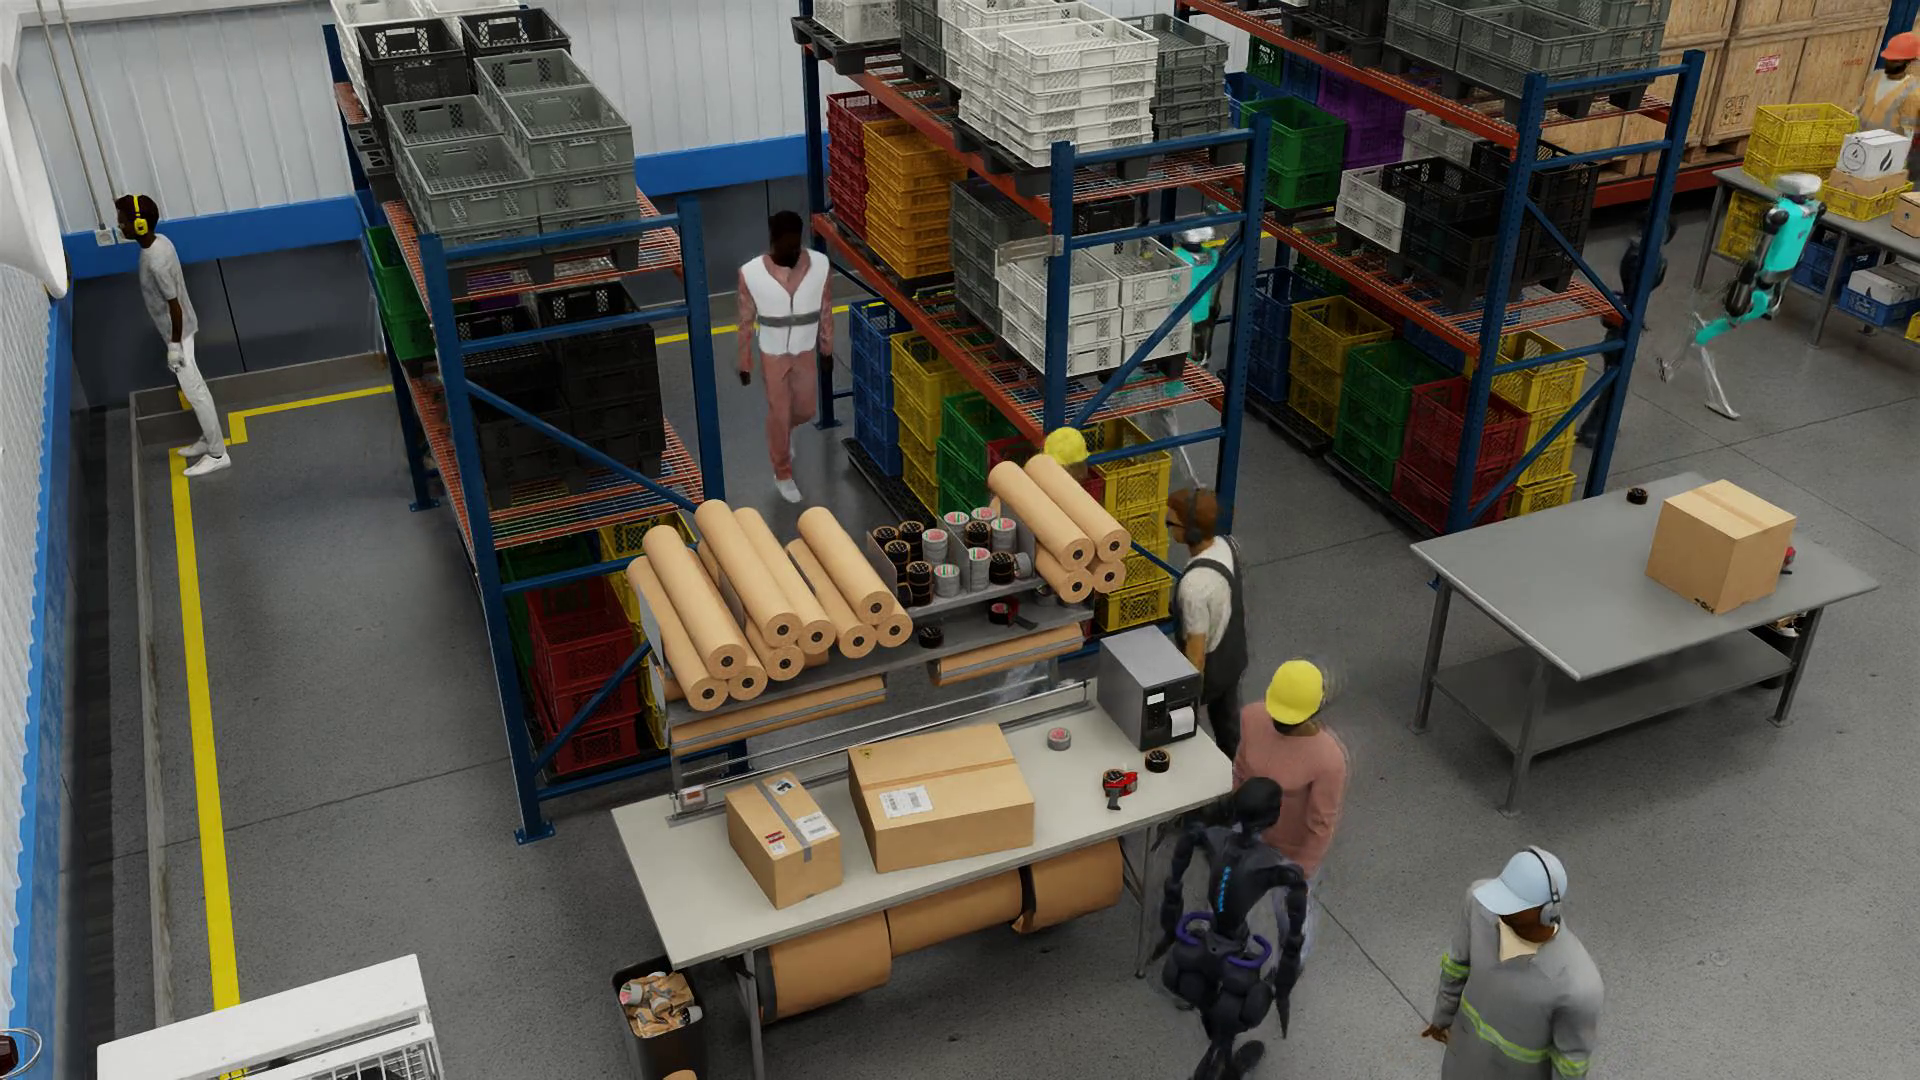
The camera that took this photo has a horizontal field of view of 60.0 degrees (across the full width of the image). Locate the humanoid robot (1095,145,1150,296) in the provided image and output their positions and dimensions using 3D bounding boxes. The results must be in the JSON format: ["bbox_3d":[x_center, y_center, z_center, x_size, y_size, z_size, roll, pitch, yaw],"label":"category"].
[{"bbox_3d":[1.100,-2.173,12.157,0.407,1.644,0.600,-23,38,-32],"label":"humanoid robot"}]

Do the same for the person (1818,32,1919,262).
[{"bbox_3d":[7.555,-3.233,13.671,0.949,1.898,0.544,-7,32,-11],"label":"person"}]

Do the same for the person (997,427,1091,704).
[{"bbox_3d":[0.388,0.257,8.204,0.766,1.683,0.499,-24,39,-33],"label":"person"}]

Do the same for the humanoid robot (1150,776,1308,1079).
[{"bbox_3d":[0.953,1.567,6.135,0.590,1.628,0.715,19,36,28],"label":"humanoid robot"}]

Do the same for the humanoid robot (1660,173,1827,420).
[{"bbox_3d":[5.243,-1.710,11.394,0.559,1.824,0.899,-17,36,-26],"label":"humanoid robot"}]

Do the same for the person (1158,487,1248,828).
[{"bbox_3d":[1.051,0.572,7.585,0.682,1.811,0.549,16,35,25],"label":"person"}]

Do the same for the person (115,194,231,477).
[{"bbox_3d":[-4.997,-1.296,10.547,0.327,1.873,0.515,-13,34,-21],"label":"person"}]

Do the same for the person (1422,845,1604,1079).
[{"bbox_3d":[1.792,1.755,5.610,0.396,1.850,0.597,-15,35,-23],"label":"person"}]

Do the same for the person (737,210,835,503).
[{"bbox_3d":[-1.096,-1.206,10.384,0.621,1.890,0.615,-12,34,-19],"label":"person"}]

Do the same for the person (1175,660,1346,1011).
[{"bbox_3d":[1.242,1.206,6.603,0.581,1.742,0.547,-26,40,-36],"label":"person"}]

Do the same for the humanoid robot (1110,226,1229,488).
[{"bbox_3d":[1.297,-1.199,10.543,0.578,1.805,0.776,-18,36,-27],"label":"humanoid robot"}]

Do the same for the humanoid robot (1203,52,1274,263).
[{"bbox_3d":[2.259,-3.065,13.420,0.735,1.677,0.533,-8,32,-13],"label":"humanoid robot"}]

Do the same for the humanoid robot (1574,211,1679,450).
[{"bbox_3d":[4.345,-1.398,10.899,0.383,1.640,0.610,12,34,19],"label":"humanoid robot"}]

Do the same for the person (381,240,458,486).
[{"bbox_3d":[-3.291,-1.296,10.441,0.695,1.977,0.697,4,32,6],"label":"person"}]
